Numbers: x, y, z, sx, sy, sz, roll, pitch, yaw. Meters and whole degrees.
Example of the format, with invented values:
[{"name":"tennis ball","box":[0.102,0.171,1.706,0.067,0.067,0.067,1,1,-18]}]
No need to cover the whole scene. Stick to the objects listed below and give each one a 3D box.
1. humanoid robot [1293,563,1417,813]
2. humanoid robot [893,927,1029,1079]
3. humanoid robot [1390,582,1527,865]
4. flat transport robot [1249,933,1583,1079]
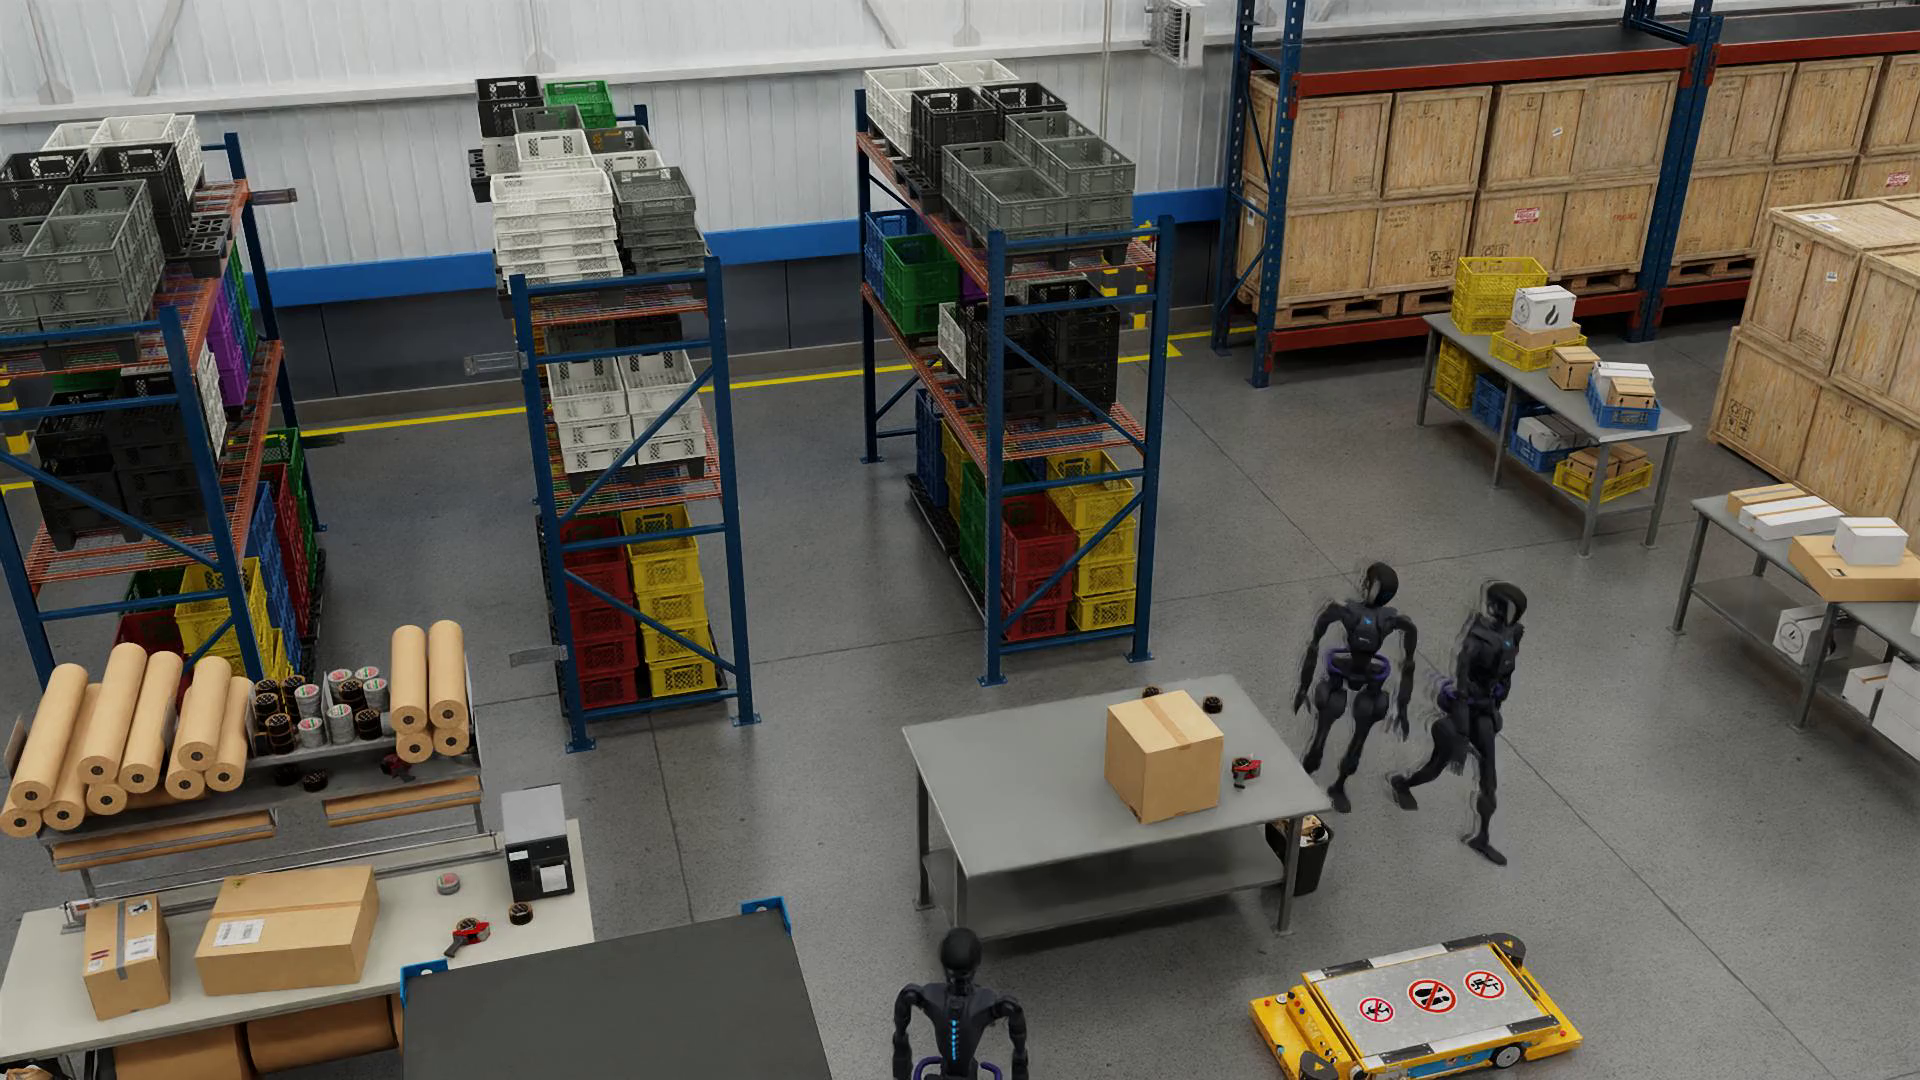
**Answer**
[{"name":"humanoid robot","box":[2.173,0.840,9.185,0.622,1.637,0.454,6,29,11]},{"name":"humanoid robot","box":[-0.002,2.233,6.633,0.570,1.649,0.348,4,29,7]},{"name":"humanoid robot","box":[2.746,0.931,9.058,0.582,1.632,0.782,-14,32,-24]},{"name":"flat transport robot","box":[2.184,2.282,7.980,1.431,0.197,0.652,-8,30,-14]}]
